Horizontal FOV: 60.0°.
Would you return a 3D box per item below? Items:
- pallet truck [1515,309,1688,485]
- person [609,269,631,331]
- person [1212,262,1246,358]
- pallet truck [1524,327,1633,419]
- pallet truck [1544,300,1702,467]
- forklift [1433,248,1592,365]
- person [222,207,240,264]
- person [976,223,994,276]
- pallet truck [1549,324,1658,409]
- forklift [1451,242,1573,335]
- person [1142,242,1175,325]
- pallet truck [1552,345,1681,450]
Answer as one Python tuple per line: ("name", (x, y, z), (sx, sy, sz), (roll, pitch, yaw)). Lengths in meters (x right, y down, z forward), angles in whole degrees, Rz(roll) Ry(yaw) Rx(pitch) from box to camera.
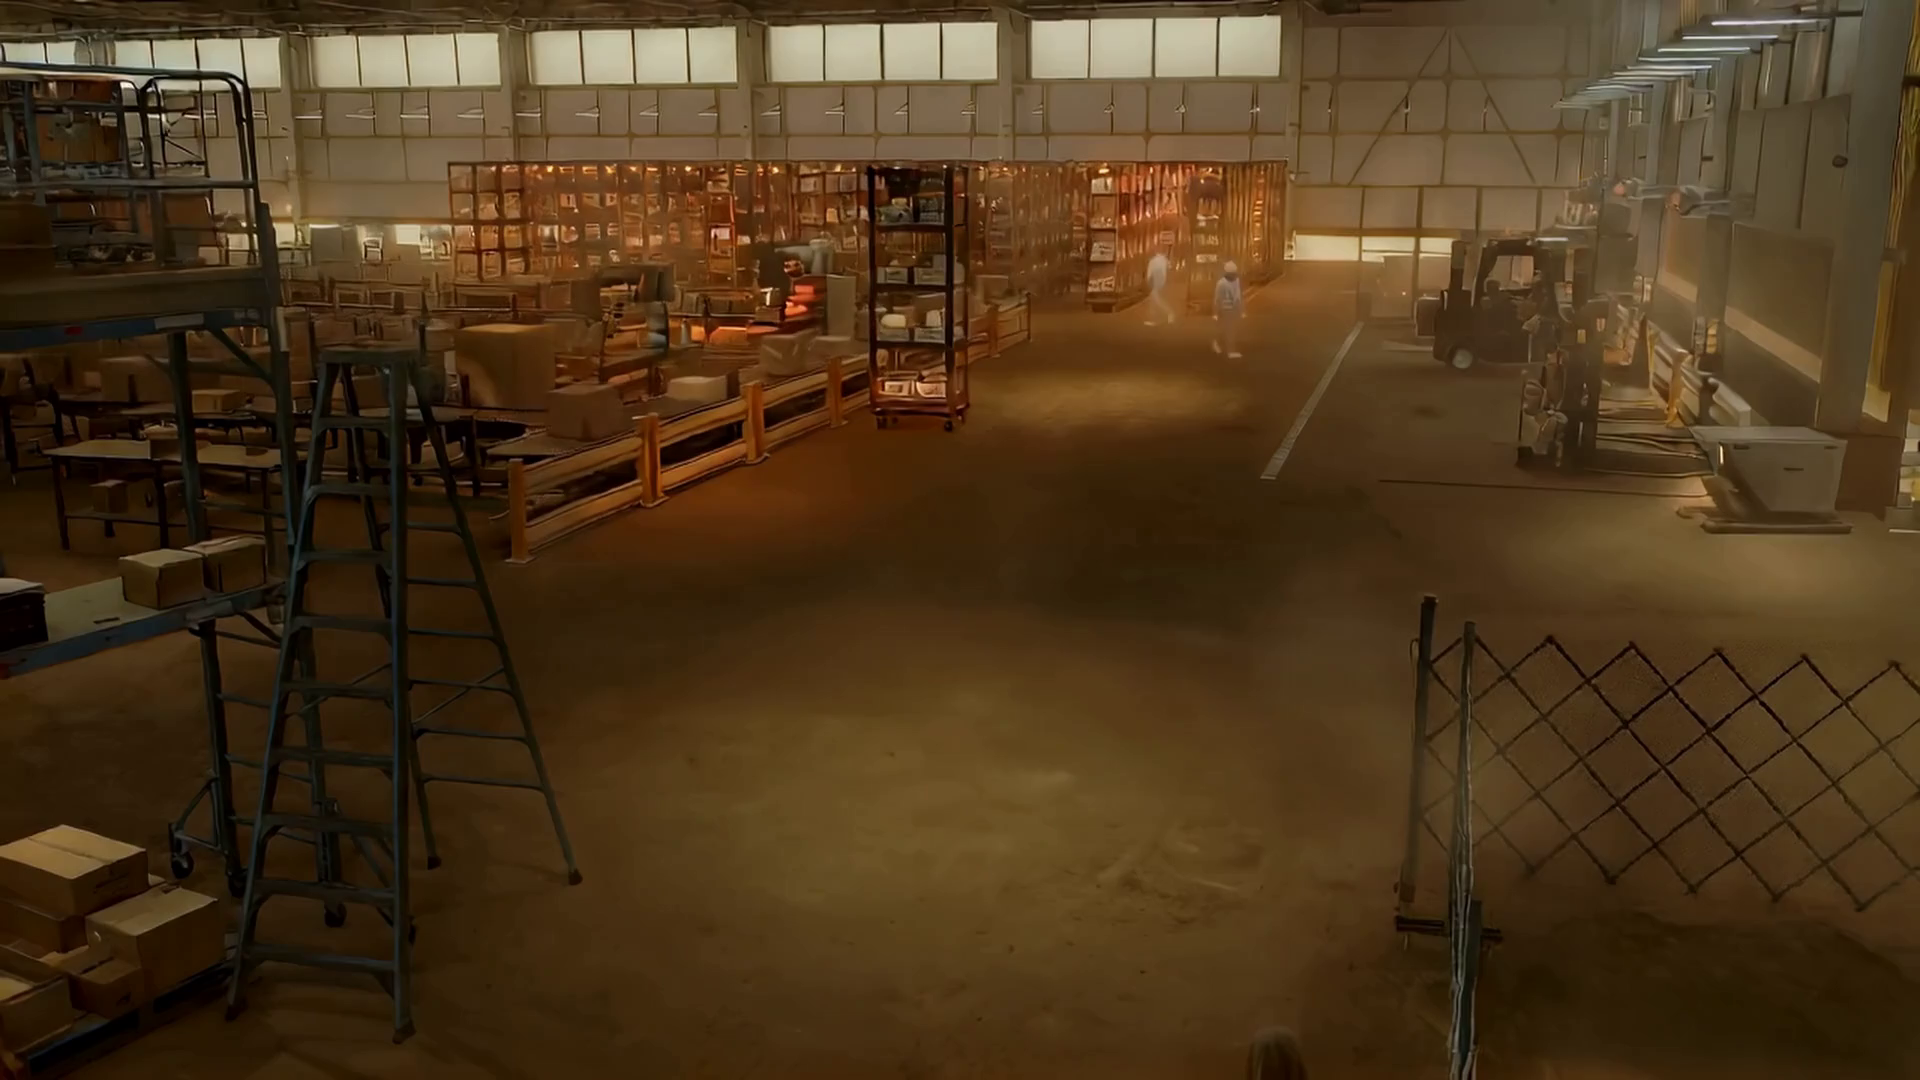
("pallet truck", (7.554, -1.677, 19.446), (1.885, 1.965, 0.823), (3, 13, 14))
("person", (-6.200, -4.078, 30.353), (0.531, 1.756, 0.346), (10, 16, 36))
("person", (5.068, -4.382, 31.566), (0.601, 1.807, 0.830), (-10, 16, -36))
("pallet truck", (9.065, -2.460, 24.370), (1.522, 1.261, 0.704), (3, 13, 14))
("pallet truck", (8.263, -1.952, 20.631), (1.885, 1.965, 0.823), (5, 14, 20))
("forklift", (9.780, -4.111, 29.280), (2.680, 1.987, 1.157), (3, 13, 14))
("person", (-25.568, -10.678, 58.381), (0.485, 1.971, 0.651), (12, 17, 41))
("person", (0.708, -8.415, 48.950), (0.892, 1.803, 0.591), (7, 15, 27))
("pallet truck", (9.824, -2.669, 25.407), (1.601, 1.201, 0.680), (4, 14, 16))
("forklift", (10.464, -4.597, 31.405), (2.680, 1.987, 1.157), (4, 14, 16))
("person", (4.450, -5.712, 37.140), (0.734, 1.884, 0.643), (7, 15, 26))
("pallet truck", (8.641, -1.896, 21.908), (1.630, 1.274, 0.653), (4, 14, 16))
